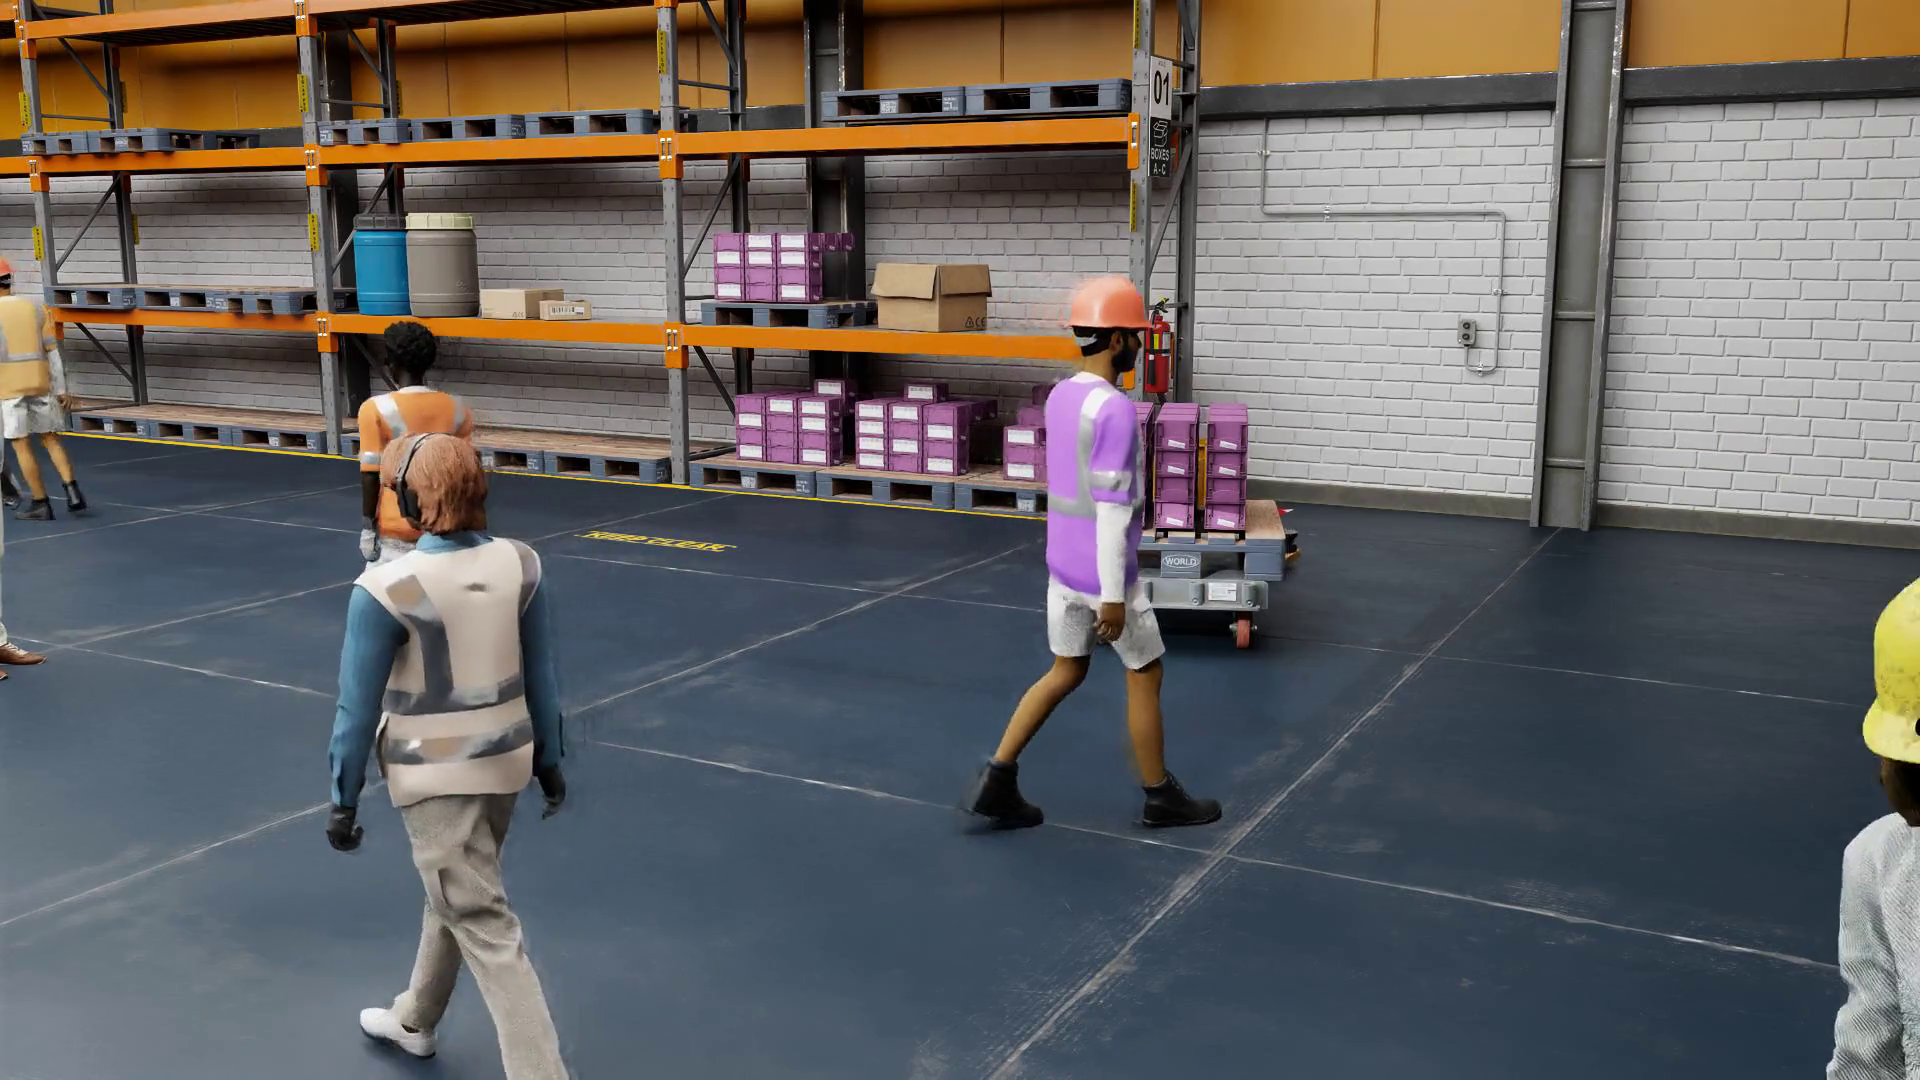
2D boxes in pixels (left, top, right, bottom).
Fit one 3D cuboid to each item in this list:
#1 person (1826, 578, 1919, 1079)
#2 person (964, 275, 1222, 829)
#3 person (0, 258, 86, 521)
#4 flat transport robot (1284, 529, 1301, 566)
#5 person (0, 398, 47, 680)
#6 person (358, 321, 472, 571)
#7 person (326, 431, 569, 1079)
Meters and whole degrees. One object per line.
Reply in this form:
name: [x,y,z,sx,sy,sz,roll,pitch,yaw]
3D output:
person: [1.173,0.859,1.794,0.524,1.692,0.539,-4,11,-22]
person: [0.447,0.068,5.586,0.887,1.905,0.556,-4,11,-20]
person: [-6.656,-1.062,11.783,0.518,1.906,0.596,6,12,30]
flat transport robot: [1.330,0.017,10.332,1.431,0.197,0.652,5,12,26]
person: [-4.527,-0.291,7.656,0.329,1.865,0.508,1,10,3]
person: [-2.212,-0.065,6.900,0.461,1.679,0.547,7,12,32]
person: [-1.166,0.545,3.804,0.857,1.589,0.534,7,12,32]
